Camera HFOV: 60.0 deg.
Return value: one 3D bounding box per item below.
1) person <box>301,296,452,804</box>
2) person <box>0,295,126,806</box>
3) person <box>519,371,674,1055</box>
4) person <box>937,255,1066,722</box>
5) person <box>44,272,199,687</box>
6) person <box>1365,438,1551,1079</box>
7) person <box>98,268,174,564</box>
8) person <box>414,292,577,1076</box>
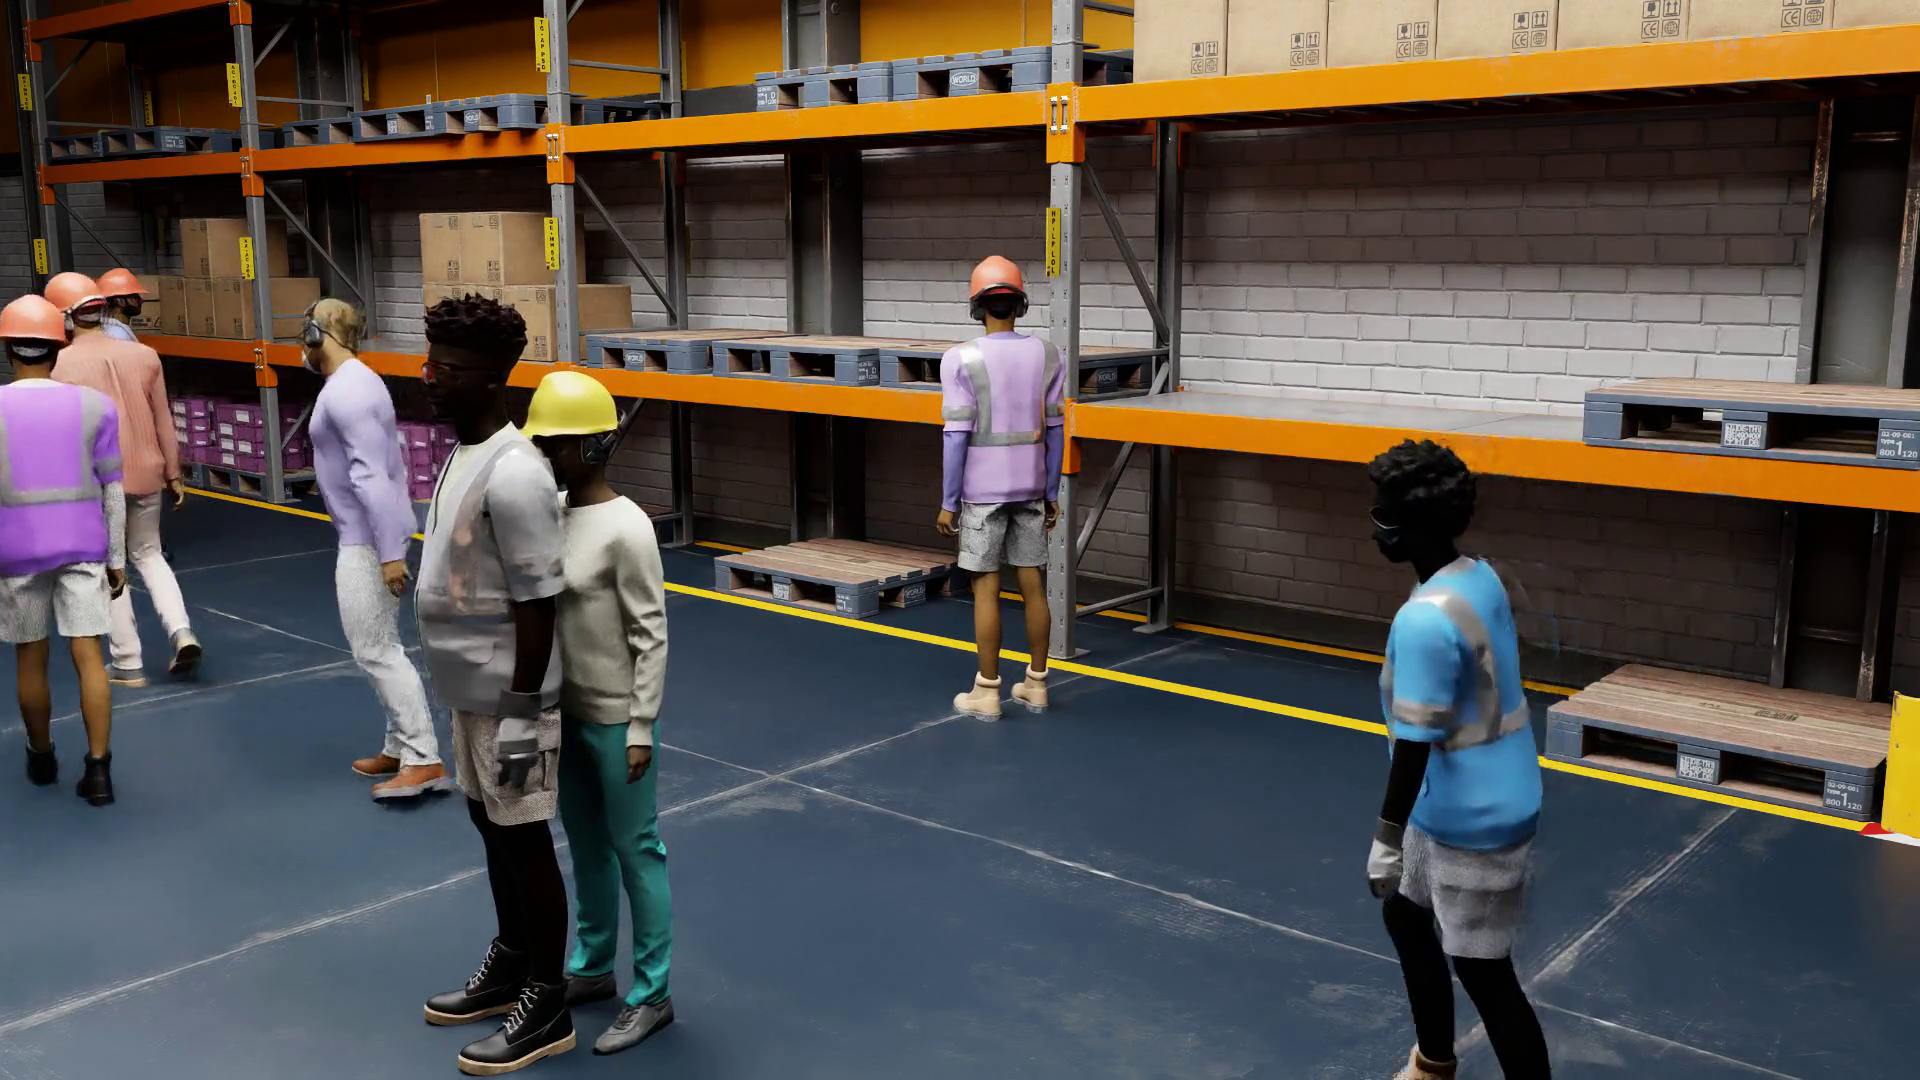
[{"bbox_3d":[-2.248,0.027,6.353,0.478,1.894,0.709,-3,11,-18],"label":"person"},{"bbox_3d":[-3.442,0.038,6.286,0.554,1.932,0.560,-7,12,-34],"label":"person"},{"bbox_3d":[-0.960,0.447,4.319,0.331,1.768,0.526,-10,14,-44],"label":"person"},{"bbox_3d":[0.169,-0.222,7.346,0.611,2.040,0.393,-5,11,-27],"label":"person"},{"bbox_3d":[-3.983,-0.270,7.840,0.609,1.964,0.639,7,12,35],"label":"person"},{"bbox_3d":[1.100,0.604,3.675,0.620,1.658,0.549,4,11,23],"label":"person"},{"bbox_3d":[-5.484,-0.814,11.008,0.361,1.938,0.545,-6,12,-31],"label":"person"},{"bbox_3d":[-1.194,0.359,4.246,0.362,1.965,0.612,-6,12,-30],"label":"person"}]
